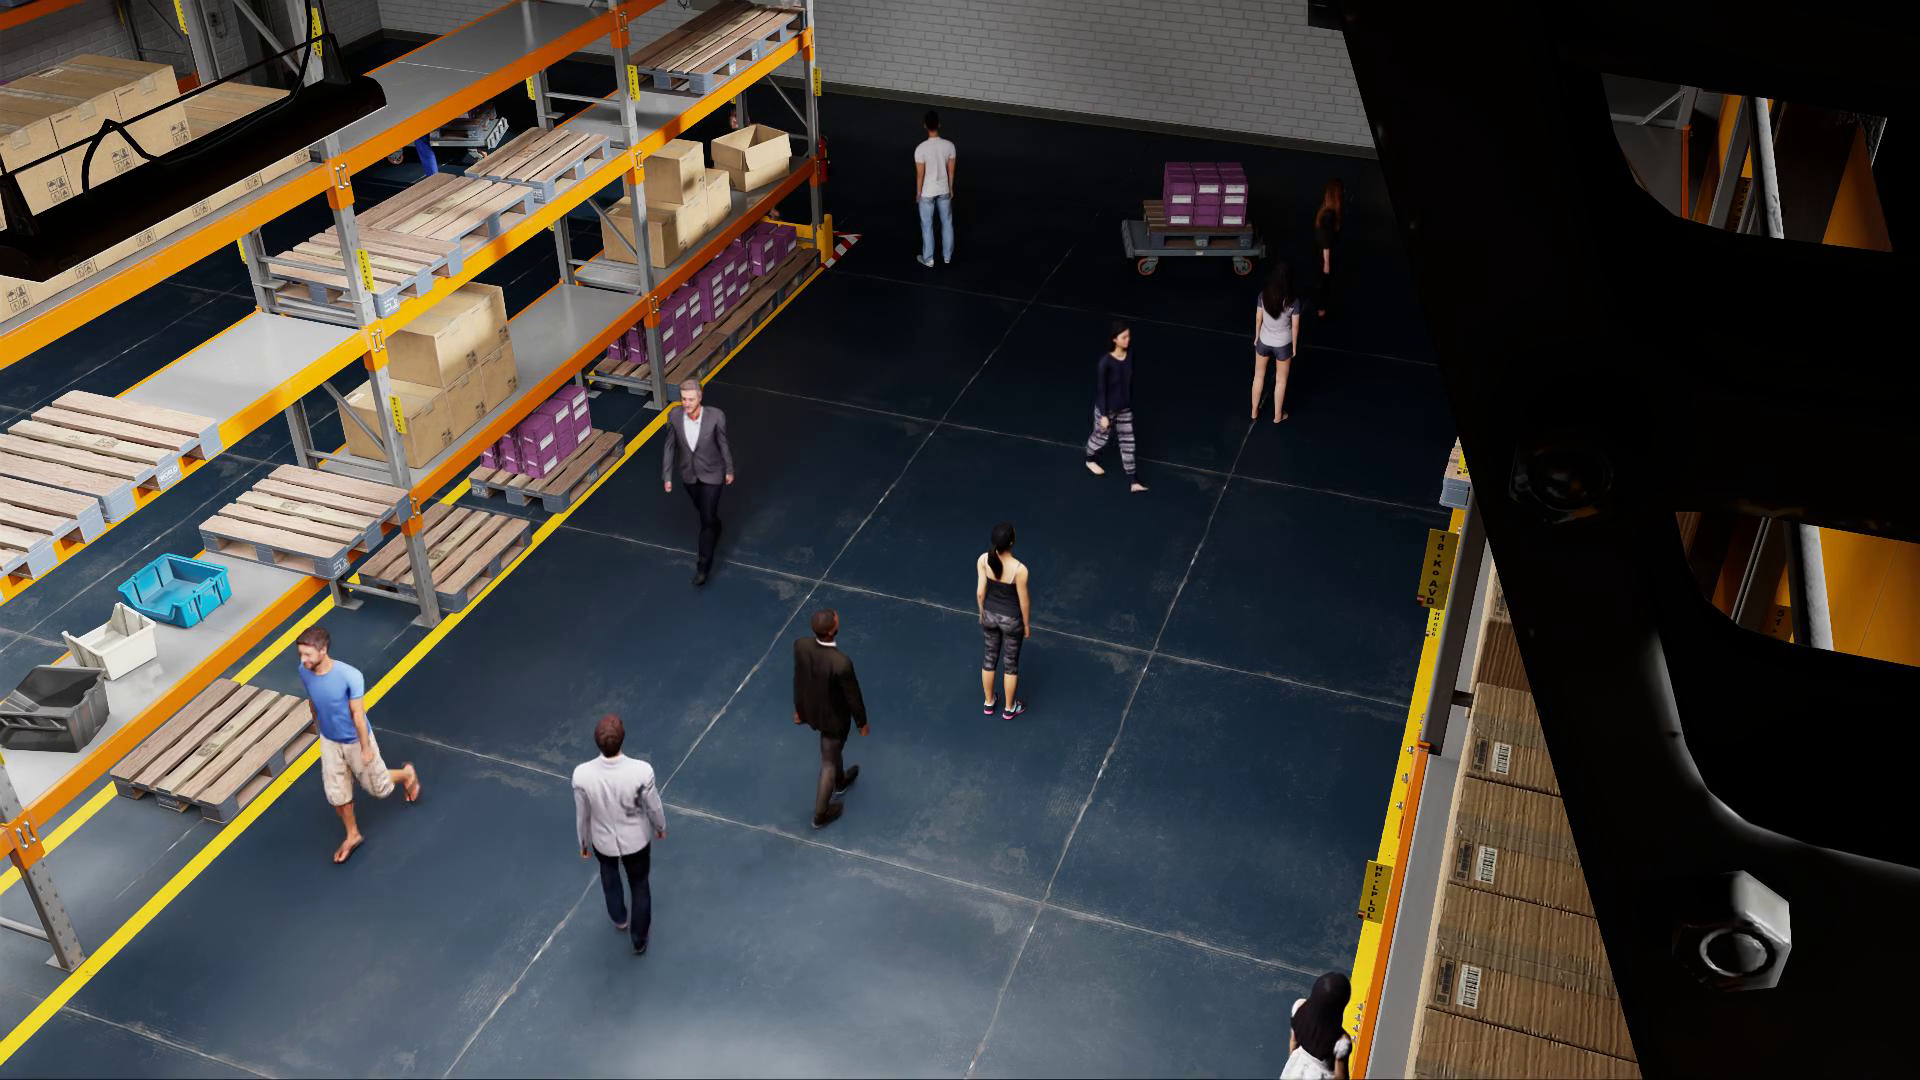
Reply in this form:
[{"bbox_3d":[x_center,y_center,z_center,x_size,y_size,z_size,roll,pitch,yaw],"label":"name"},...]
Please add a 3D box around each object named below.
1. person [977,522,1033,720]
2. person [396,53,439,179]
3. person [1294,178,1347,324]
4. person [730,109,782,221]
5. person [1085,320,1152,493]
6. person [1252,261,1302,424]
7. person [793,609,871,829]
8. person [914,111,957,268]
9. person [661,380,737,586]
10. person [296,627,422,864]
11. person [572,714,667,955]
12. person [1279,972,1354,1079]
[{"bbox_3d":[0.320,0.611,12.642,0.586,1.729,0.554,14,36,21],"label":"person"},{"bbox_3d":[-7.013,-5.381,21.535,0.857,1.863,0.756,-9,35,-13],"label":"person"},{"bbox_3d":[3.938,-3.153,18.335,0.719,1.695,0.863,8,34,12],"label":"person"},{"bbox_3d":[-2.619,-4.616,20.693,0.962,1.521,1.055,-4,34,-7],"label":"person"},{"bbox_3d":[1.372,-1.275,15.521,1.112,1.683,1.049,-23,40,-31],"label":"person"},{"bbox_3d":[3.132,-1.979,16.559,0.619,1.705,0.551,16,37,23],"label":"person"},{"bbox_3d":[-0.981,1.276,11.593,0.838,1.782,0.965,23,40,31],"label":"person"},{"bbox_3d":[-0.294,-4.148,19.681,0.750,1.862,0.803,-13,36,-19],"label":"person"},{"bbox_3d":[-2.228,-0.605,14.415,0.905,1.790,1.271,6,34,8],"label":"person"},{"bbox_3d":[-4.178,1.320,11.473,0.706,1.841,1.053,9,35,13],"label":"person"},{"bbox_3d":[-2.160,1.939,10.555,0.832,1.827,0.853,-3,34,-5],"label":"person"},{"bbox_3d":[1.909,2.997,9.016,0.814,1.769,0.782,-22,39,-29],"label":"person"}]
